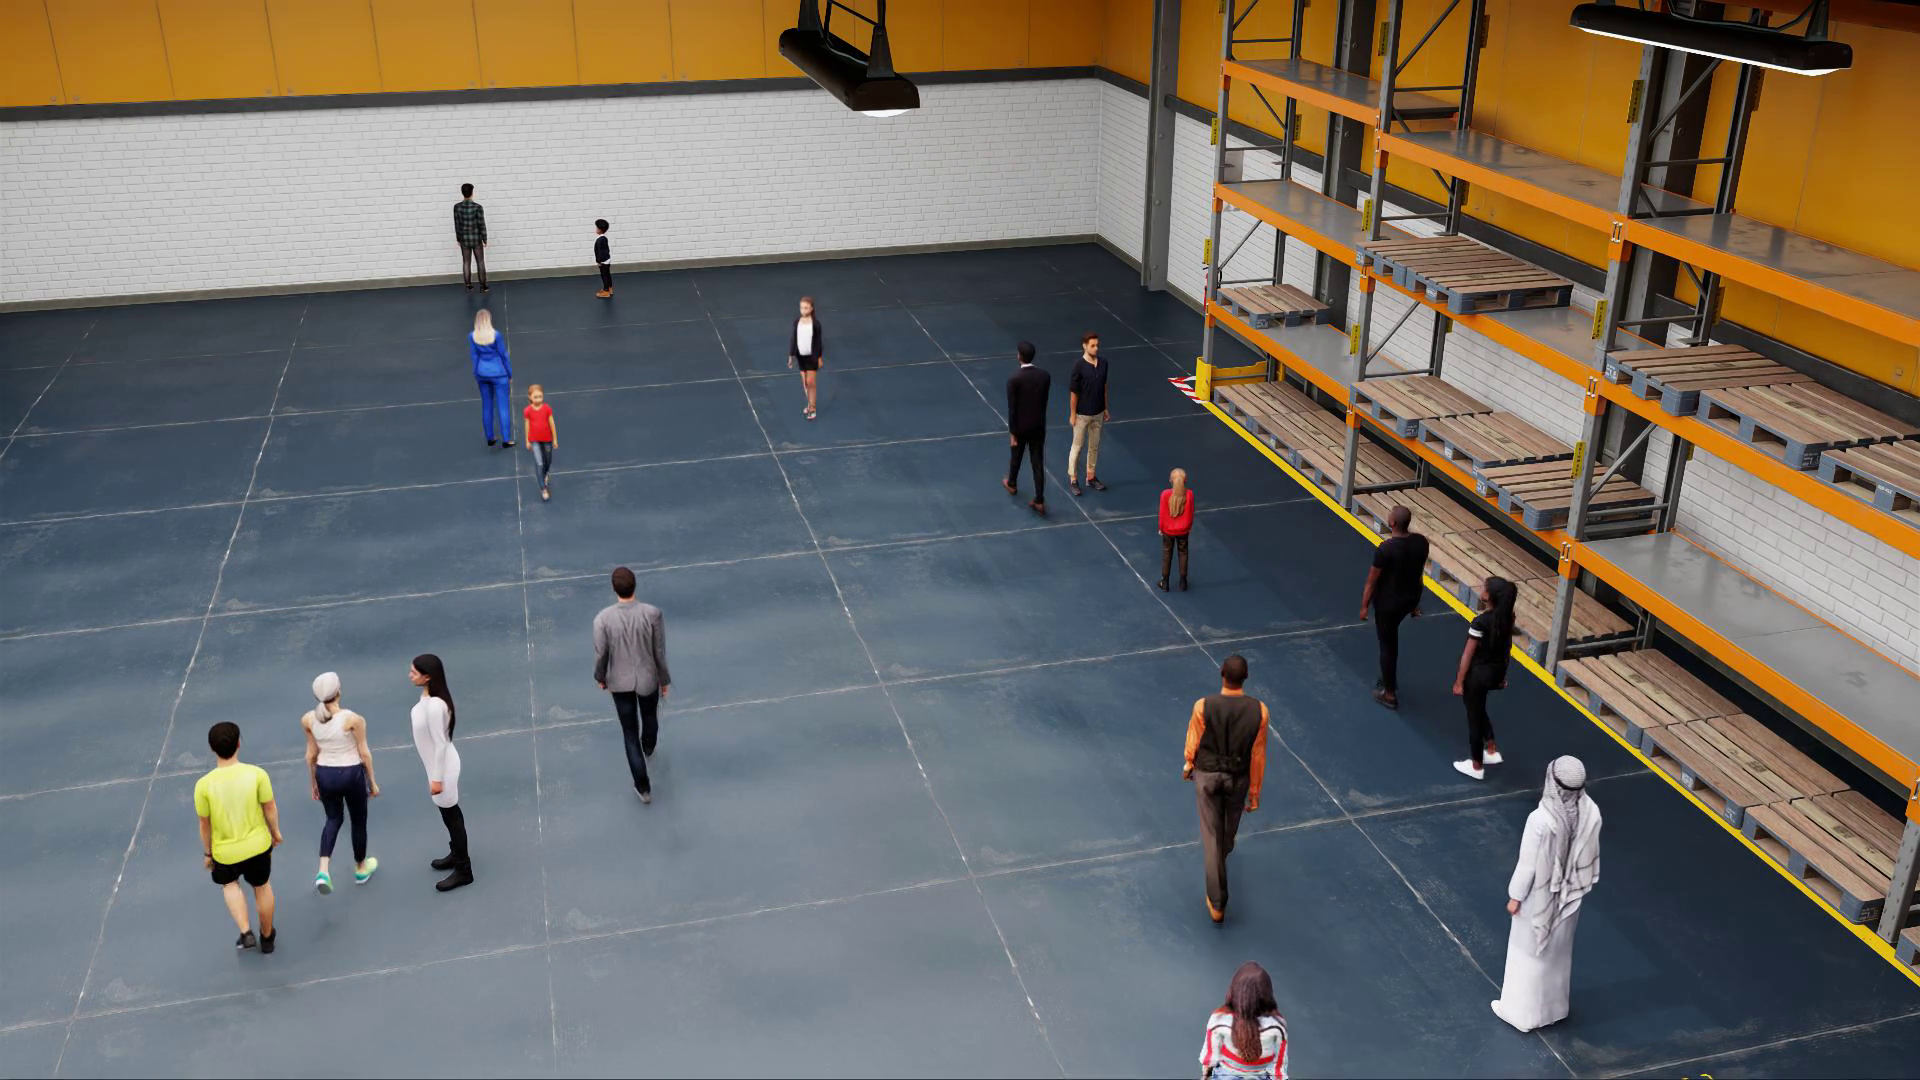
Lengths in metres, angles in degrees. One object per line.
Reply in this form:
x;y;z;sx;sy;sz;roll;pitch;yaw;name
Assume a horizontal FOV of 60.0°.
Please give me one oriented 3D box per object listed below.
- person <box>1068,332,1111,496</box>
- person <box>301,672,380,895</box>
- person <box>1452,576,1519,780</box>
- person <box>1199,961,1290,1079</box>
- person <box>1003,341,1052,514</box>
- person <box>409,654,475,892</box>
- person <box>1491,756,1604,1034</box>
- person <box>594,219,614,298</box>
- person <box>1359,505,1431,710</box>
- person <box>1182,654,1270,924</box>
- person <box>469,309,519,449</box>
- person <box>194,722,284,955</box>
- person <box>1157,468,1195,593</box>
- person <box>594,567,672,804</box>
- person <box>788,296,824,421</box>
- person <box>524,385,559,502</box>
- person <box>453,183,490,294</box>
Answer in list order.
1.436;-1.434;18.556;0.701;1.855;0.608;-12;27;-26;person
-4.314;1.734;11.520;0.778;1.687;0.974;2;24;4;person
4.137;1.102;12.922;0.728;1.722;0.778;-19;30;-36;person
1.494;2.992;8.786;0.845;1.572;1.112;2;24;4;person
0.793;-1.189;18.030;0.703;1.829;1.184;-8;25;-17;person
-3.628;1.603;11.668;0.677;1.808;0.486;-8;25;-18;person
3.624;2.172;10.221;0.686;1.926;0.634;-7;25;-16;person
-5.630;-4.464;26.273;0.640;1.227;0.548;4;24;9;person
3.709;0.593;13.984;0.714;1.805;0.716;-10;25;-21;person
1.799;1.717;11.347;0.910;1.857;1.292;0;24;0;person
-5.598;-1.939;19.892;0.708;1.711;0.712;5;24;11;person
-4.697;2.008;10.882;0.709;1.695;0.716;-12;26;-26;person
2.110;-0.110;16.245;0.535;1.281;0.562;-1;24;-3;person
-2.471;1.149;12.697;0.727;1.817;1.137;-7;24;-15;person
-1.905;-2.345;21.038;0.758;1.536;0.855;8;25;18;person
-4.693;-1.129;18.570;0.542;1.286;0.890;-10;25;-21;person
-7.705;-4.751;26.142;0.702;1.709;0.596;-1;24;-2;person
